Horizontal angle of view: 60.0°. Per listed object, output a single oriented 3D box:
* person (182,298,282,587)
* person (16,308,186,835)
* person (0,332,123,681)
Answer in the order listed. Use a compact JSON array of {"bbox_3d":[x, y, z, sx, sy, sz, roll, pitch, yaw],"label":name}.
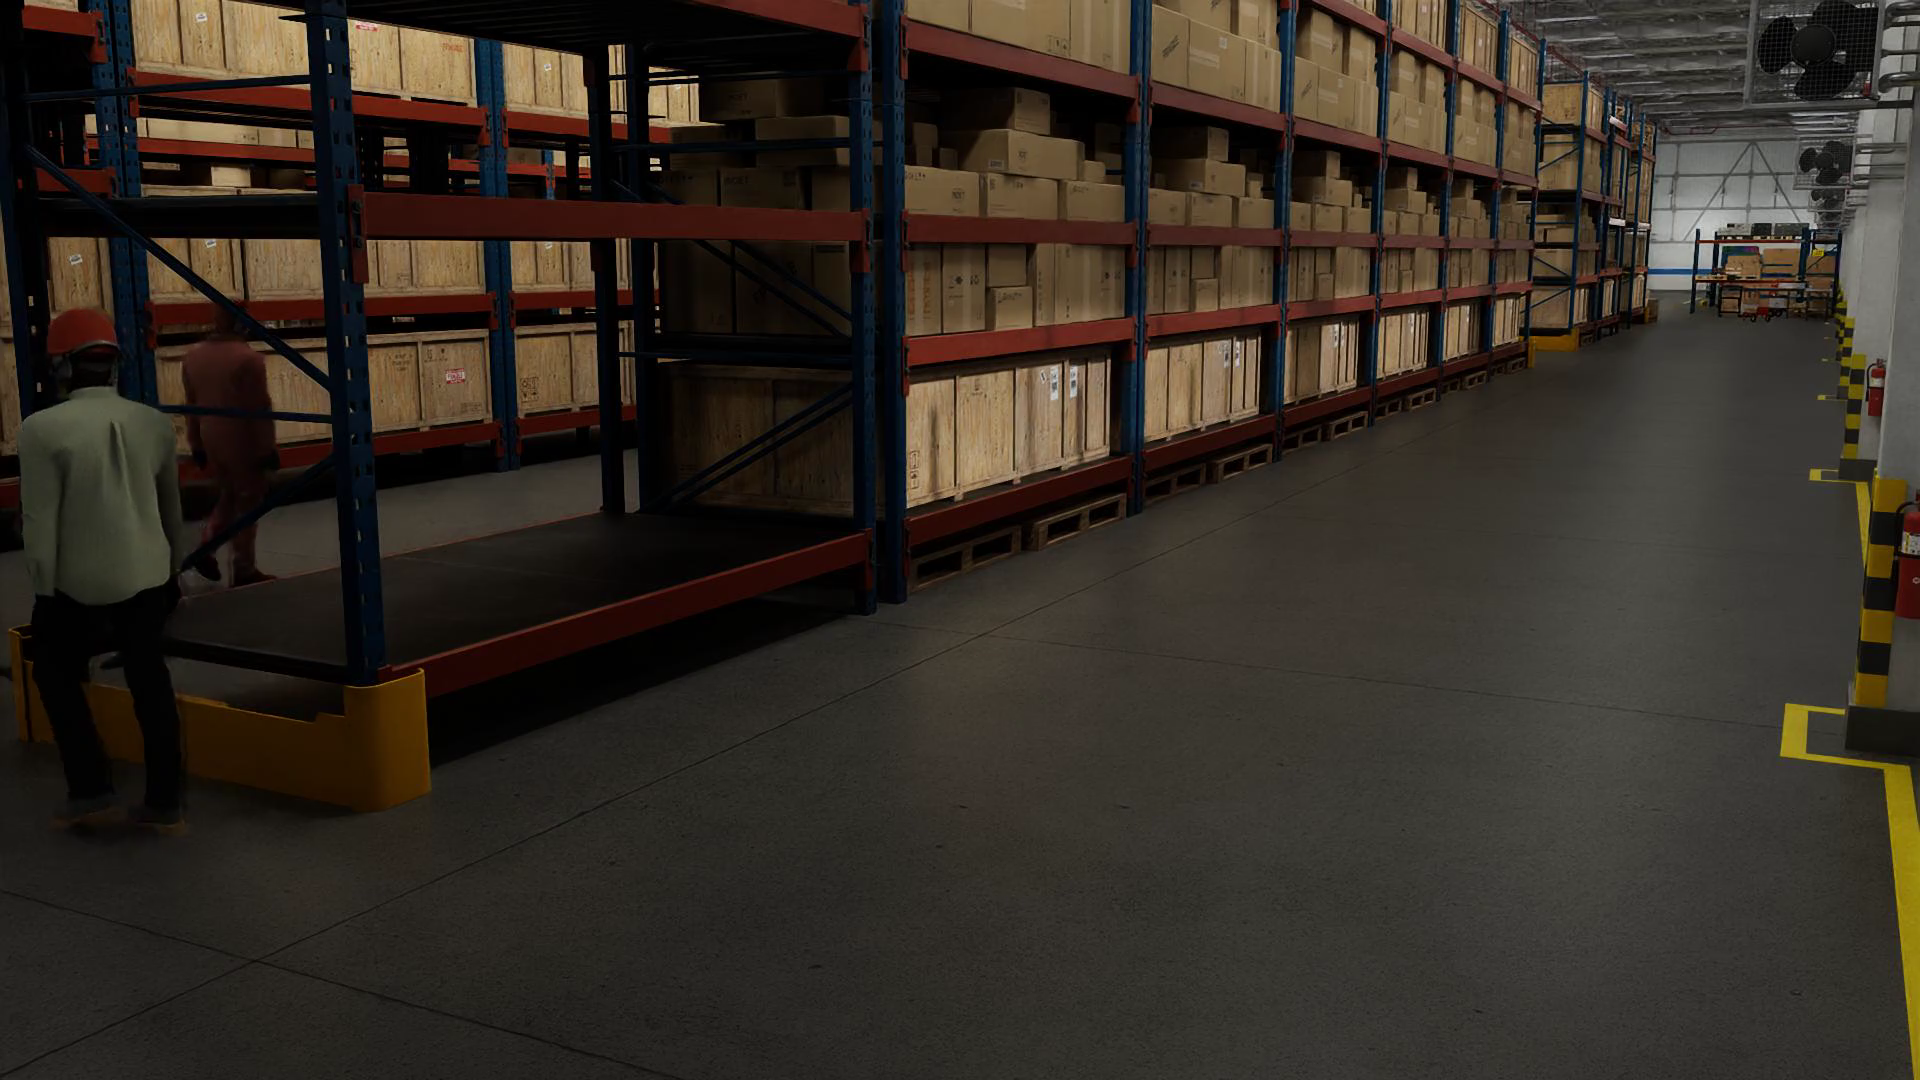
[{"bbox_3d":[-4.703,-0.622,10.818,0.638,1.891,0.435,5,11,26],"label":"person"},{"bbox_3d":[-3.205,0.131,6.210,0.660,1.967,0.656,6,11,31],"label":"person"},{"bbox_3d":[-4.546,-0.159,8.430,0.580,1.781,0.976,4,11,24],"label":"person"}]
